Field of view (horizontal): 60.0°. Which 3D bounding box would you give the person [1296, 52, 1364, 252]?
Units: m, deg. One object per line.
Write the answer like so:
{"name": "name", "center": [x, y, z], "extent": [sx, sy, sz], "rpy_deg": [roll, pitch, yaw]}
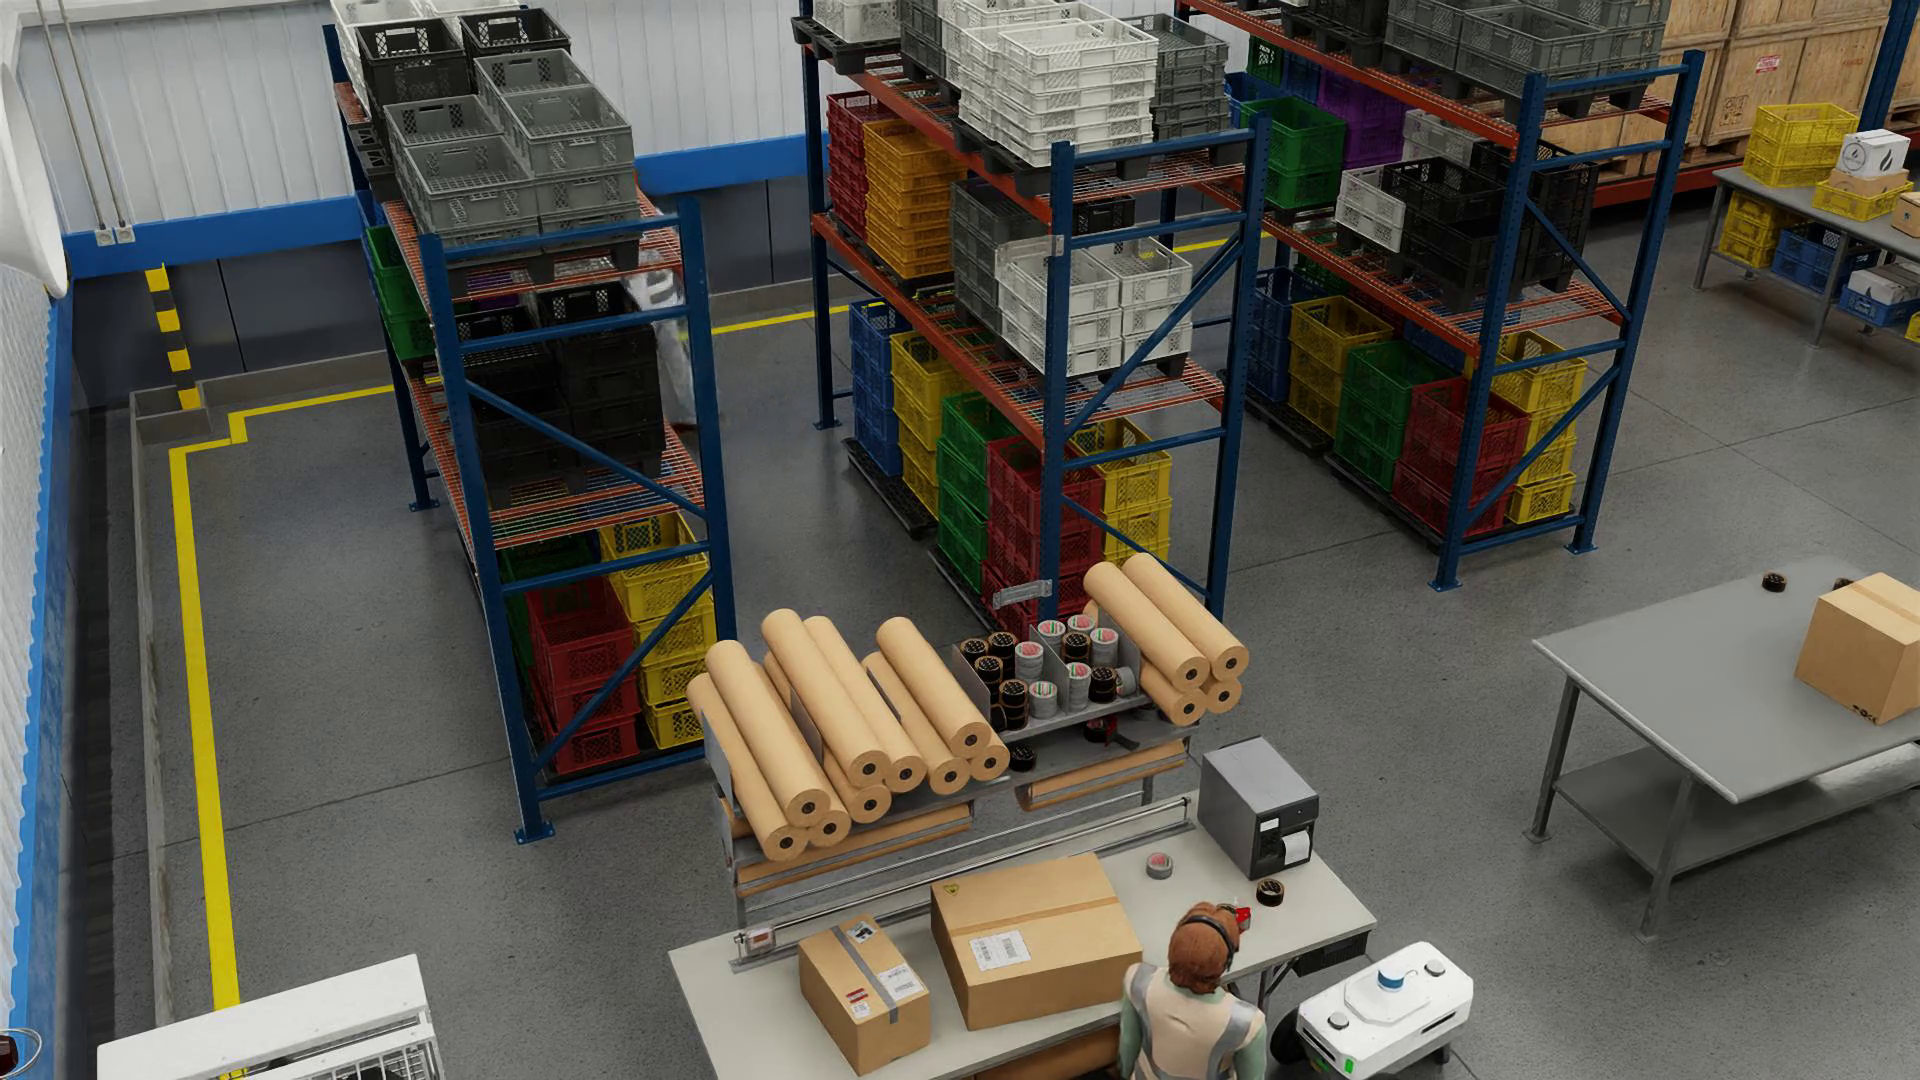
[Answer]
{"name": "person", "center": [3.093, -3.317, 13.766], "extent": [0.629, 1.932, 0.365], "rpy_deg": [4, 32, 7]}

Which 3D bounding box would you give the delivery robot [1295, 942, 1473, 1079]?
{"name": "delivery robot", "center": [1.675, 1.866, 6.559], "extent": [0.707, 0.478, 0.477], "rpy_deg": [-18, 36, -27]}

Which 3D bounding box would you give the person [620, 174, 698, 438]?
{"name": "person", "center": [-2.159, -1.537, 10.945], "extent": [0.942, 1.839, 0.582], "rpy_deg": [6, 32, 10]}

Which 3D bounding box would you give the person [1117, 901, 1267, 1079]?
{"name": "person", "center": [0.760, 1.889, 5.587], "extent": [0.514, 1.631, 0.312], "rpy_deg": [17, 35, 25]}
